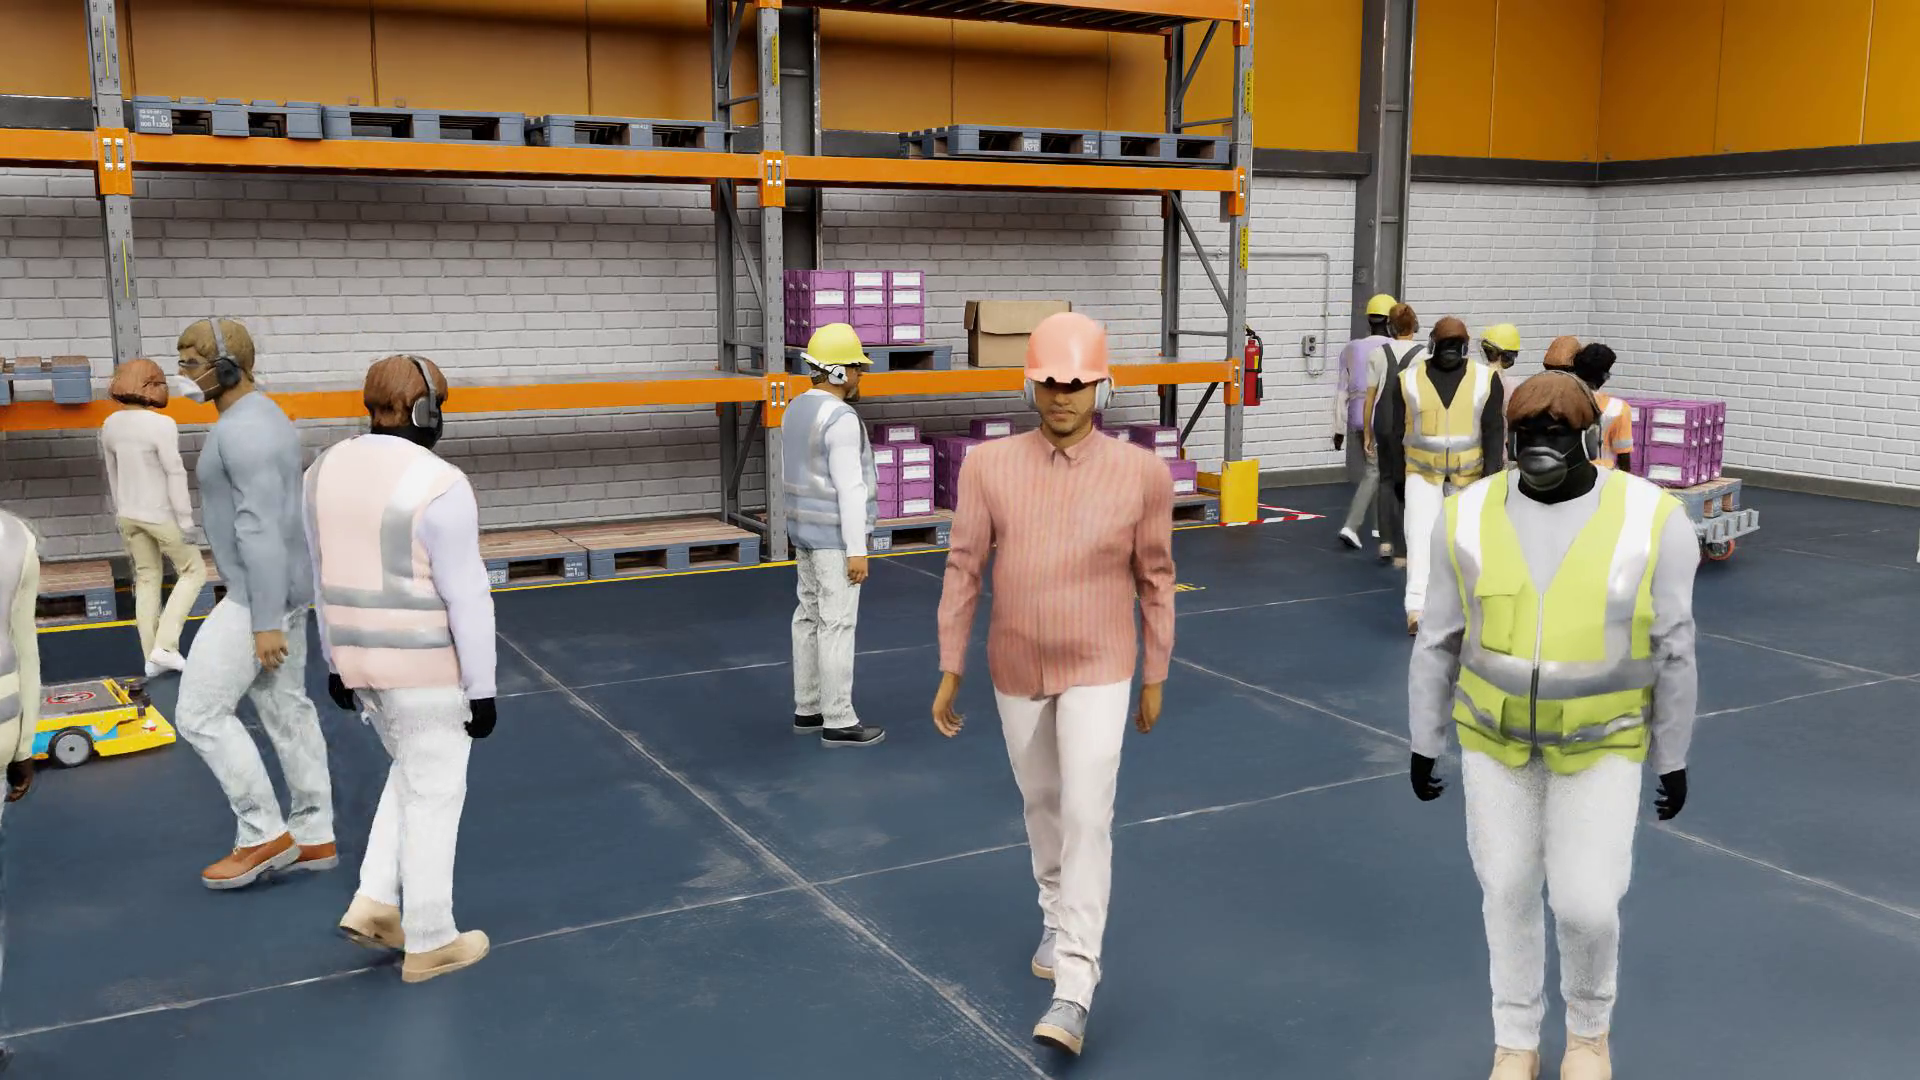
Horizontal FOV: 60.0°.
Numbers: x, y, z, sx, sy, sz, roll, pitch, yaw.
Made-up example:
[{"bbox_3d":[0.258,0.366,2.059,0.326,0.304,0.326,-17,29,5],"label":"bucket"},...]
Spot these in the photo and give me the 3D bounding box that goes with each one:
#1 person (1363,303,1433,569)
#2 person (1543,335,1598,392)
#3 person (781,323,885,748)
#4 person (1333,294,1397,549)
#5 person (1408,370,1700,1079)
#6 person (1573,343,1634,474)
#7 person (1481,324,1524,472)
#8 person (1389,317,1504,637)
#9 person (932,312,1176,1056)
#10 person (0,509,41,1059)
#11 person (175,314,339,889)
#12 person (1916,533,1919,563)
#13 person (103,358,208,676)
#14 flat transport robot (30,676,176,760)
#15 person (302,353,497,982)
[{"bbox_3d":[3.092,-0.716,11.507,0.553,1.820,0.548,5,11,30],"label":"person"},{"bbox_3d":[3.884,-0.509,10.815,0.507,1.631,0.266,7,12,37],"label":"person"},{"bbox_3d":[-0.552,-0.023,7.248,0.403,1.831,0.596,-5,11,-30],"label":"person"},{"bbox_3d":[3.060,-0.880,12.371,0.964,1.891,0.575,-9,13,-44],"label":"person"},{"bbox_3d":[1.425,0.501,4.065,0.659,1.828,0.446,6,11,32],"label":"person"},{"bbox_3d":[3.526,-0.297,9.480,0.540,1.647,0.881,7,12,36],"label":"person"},{"bbox_3d":[3.386,-0.520,10.654,0.937,1.711,0.545,-7,12,-38],"label":"person"},{"bbox_3d":[2.745,-0.358,9.421,0.618,1.785,0.956,2,10,13],"label":"person"},{"bbox_3d":[0.244,0.366,4.532,0.621,1.941,1.017,3,10,17],"label":"person"},{"bbox_3d":[-2.486,0.520,4.026,0.514,1.812,0.596,5,11,30],"label":"person"},{"bbox_3d":[-2.382,0.217,5.521,0.568,1.916,0.652,-3,10,-17],"label":"person"},{"bbox_3d":[6.921,-0.746,11.528,0.531,1.875,0.316,-6,11,-32],"label":"person"},{"bbox_3d":[-4.050,-0.105,8.375,0.535,1.621,0.337,4,10,22],"label":"person"},{"bbox_3d":[-4.118,0.806,6.944,1.431,0.197,0.652,-7,11,-35],"label":"flat transport robot"},{"bbox_3d":[-1.585,0.376,4.841,0.658,1.824,0.451,6,11,31],"label":"person"}]
